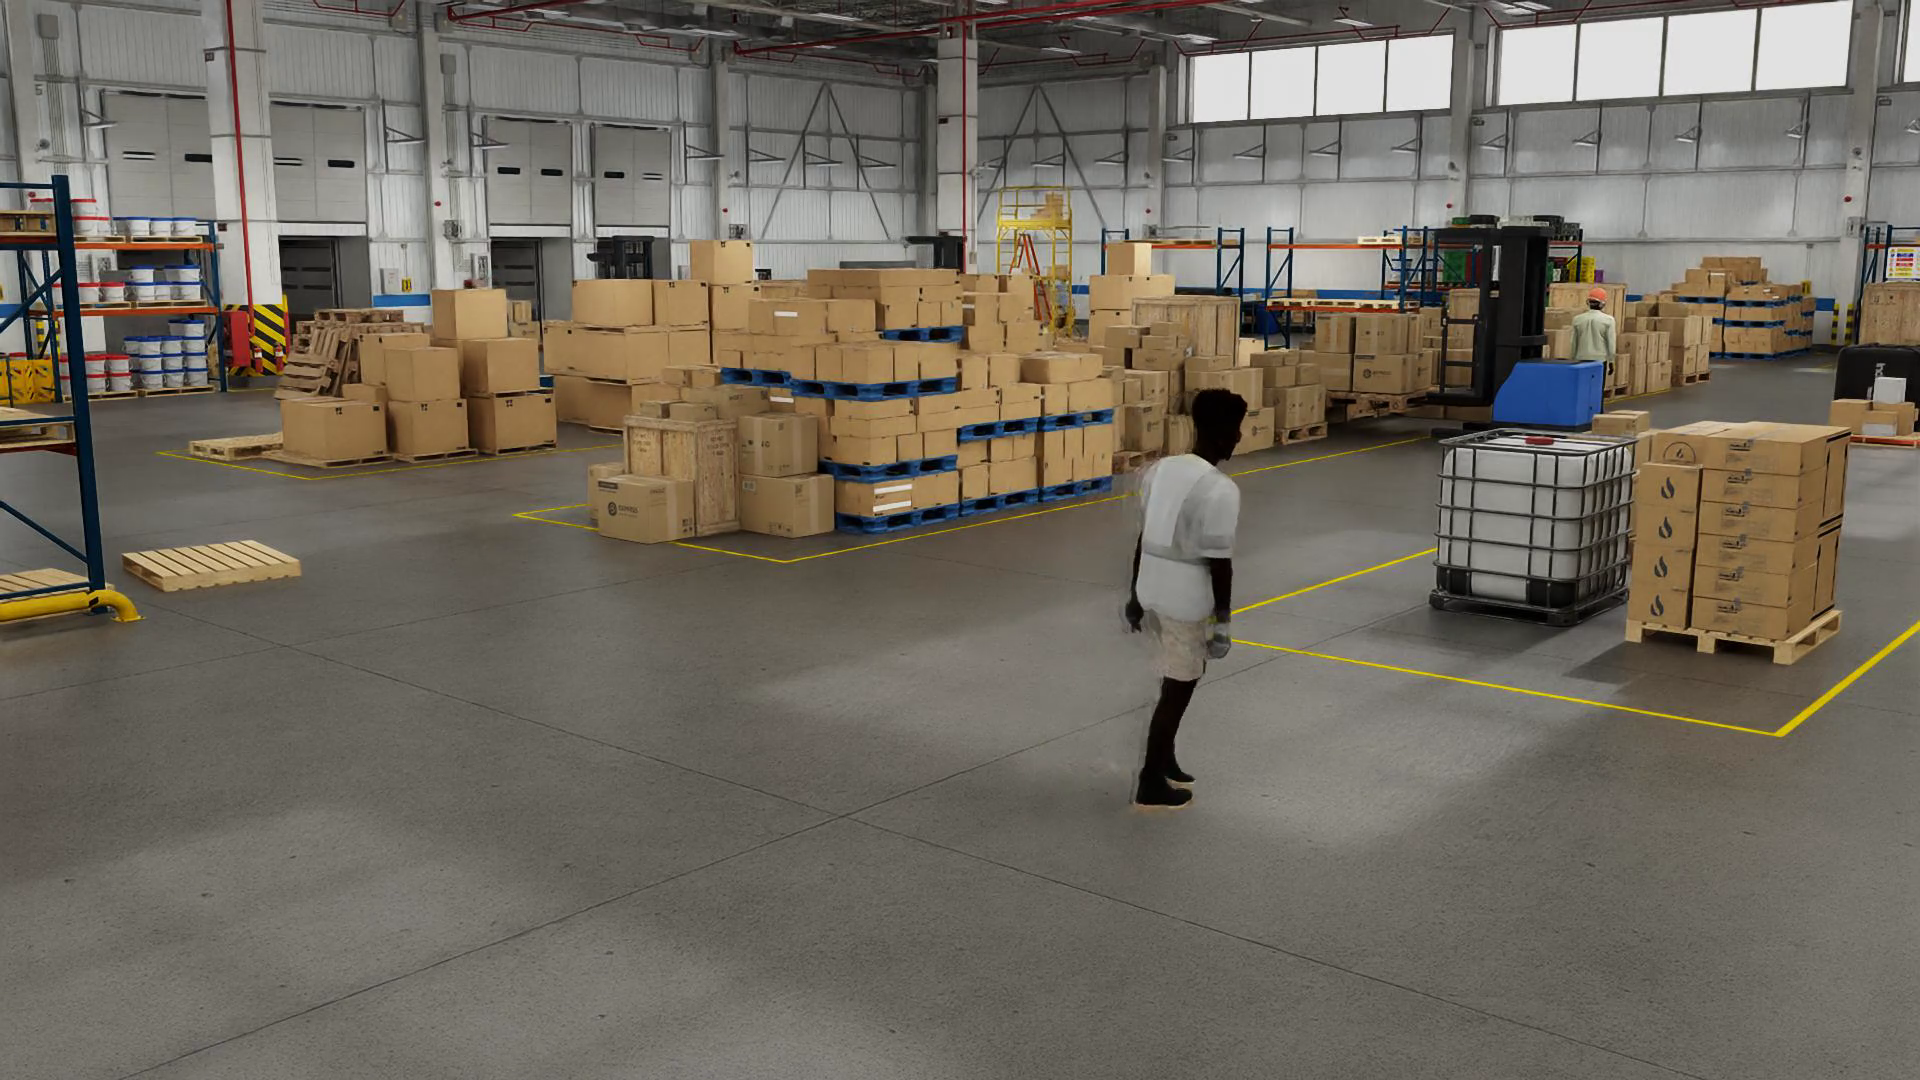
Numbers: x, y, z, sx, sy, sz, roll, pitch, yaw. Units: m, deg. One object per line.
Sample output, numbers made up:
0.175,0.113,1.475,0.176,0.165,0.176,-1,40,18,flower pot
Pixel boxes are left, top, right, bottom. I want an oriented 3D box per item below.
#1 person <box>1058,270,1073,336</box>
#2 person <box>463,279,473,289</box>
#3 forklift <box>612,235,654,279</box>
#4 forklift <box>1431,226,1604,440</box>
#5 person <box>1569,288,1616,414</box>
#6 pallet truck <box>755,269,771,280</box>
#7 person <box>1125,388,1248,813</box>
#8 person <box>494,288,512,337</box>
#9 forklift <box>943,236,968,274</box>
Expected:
3.050,-6.851,48.113,0.464,1.923,0.547,4,11,22,person
-11.143,-5.108,38.412,0.771,1.857,0.586,-6,11,-29,person
-7.300,-5.450,37.421,1.873,2.768,1.129,8,13,40,forklift
7.339,-2.688,21.696,1.873,2.768,1.129,8,13,40,forklift
8.785,-2.491,23.090,0.622,1.993,0.384,8,13,39,person
-4.996,-6.432,45.525,1.885,1.965,0.823,-6,12,-32,pallet truck
1.006,0.276,7.516,0.555,1.928,0.634,-4,11,-24,person
-7.118,-2.915,25.663,0.635,1.938,0.359,8,13,39,person
-0.119,-5.728,39.004,1.873,2.768,1.129,2,10,13,forklift
